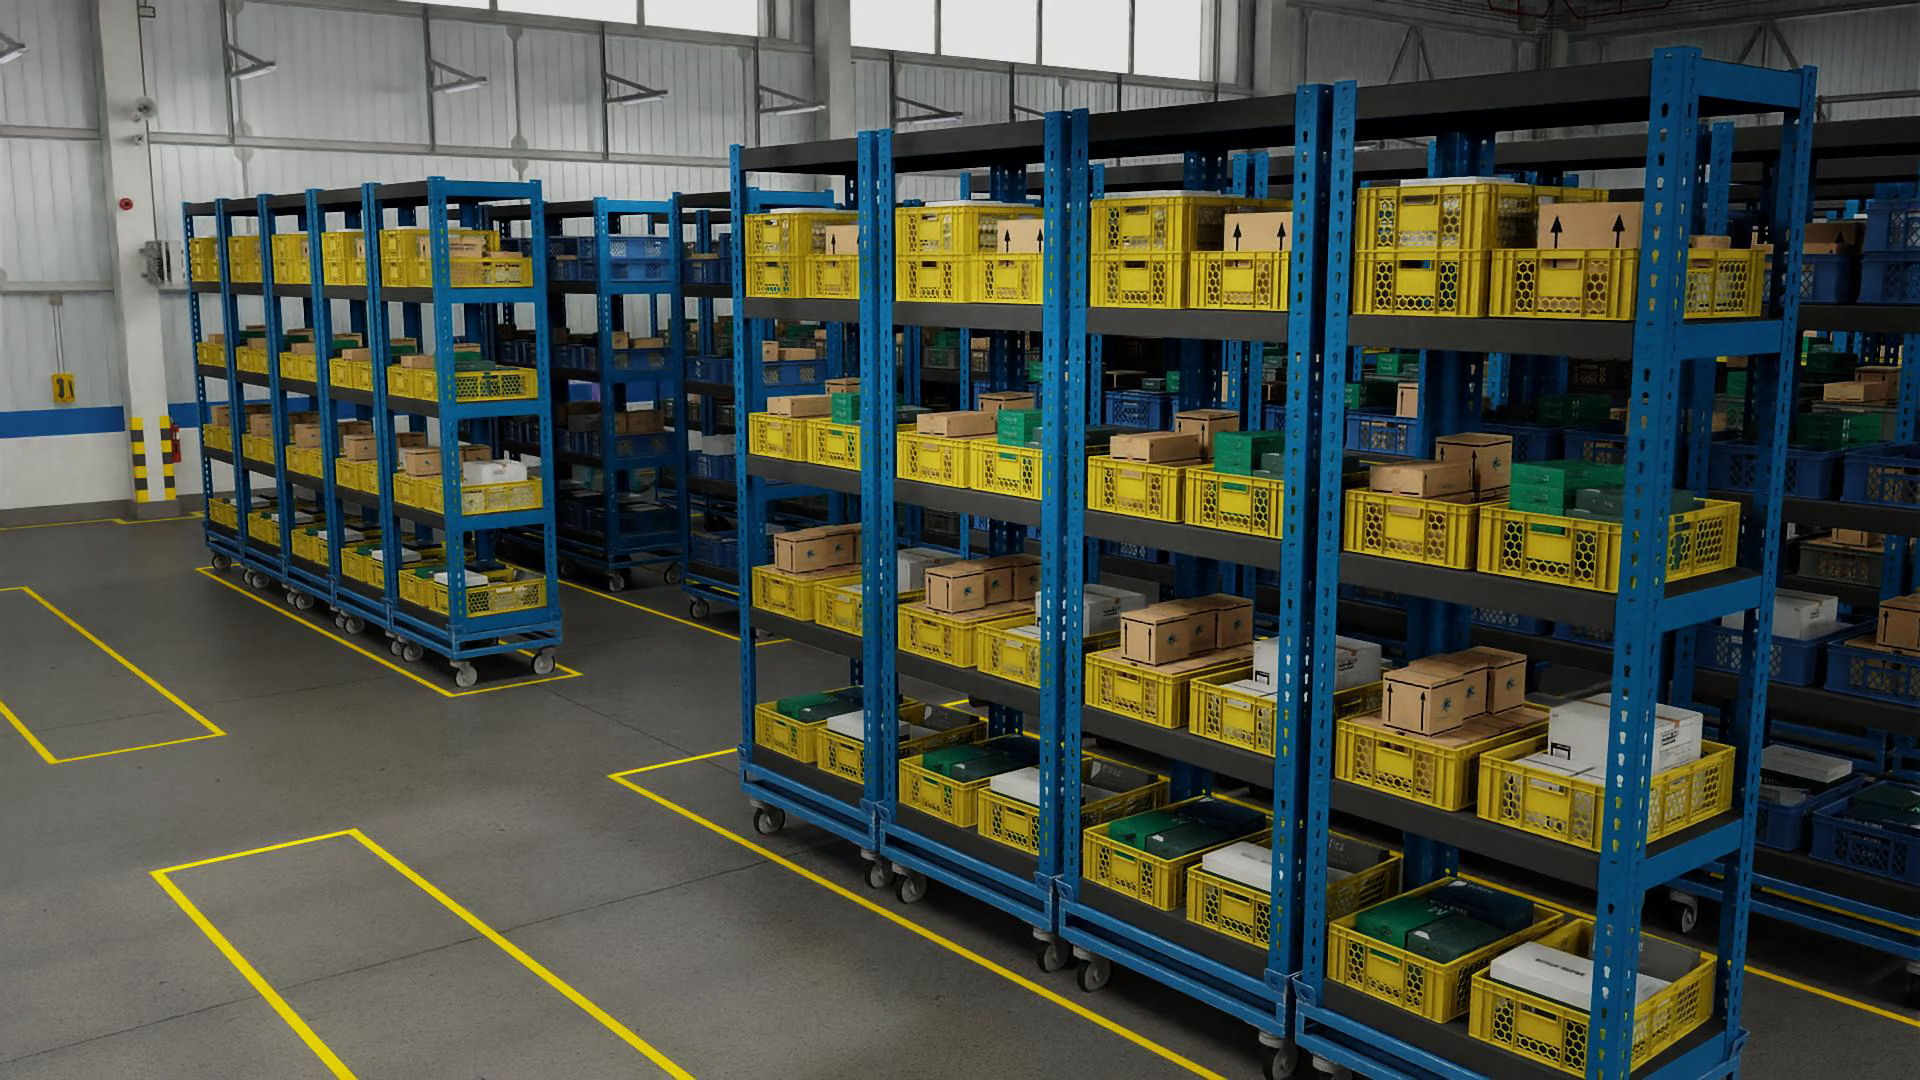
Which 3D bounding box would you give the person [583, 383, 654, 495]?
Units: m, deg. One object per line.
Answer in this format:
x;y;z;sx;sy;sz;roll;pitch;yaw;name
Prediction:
-4.489;-1.427;21.490;1.004;1.779;0.571;-7;12;-37;person
